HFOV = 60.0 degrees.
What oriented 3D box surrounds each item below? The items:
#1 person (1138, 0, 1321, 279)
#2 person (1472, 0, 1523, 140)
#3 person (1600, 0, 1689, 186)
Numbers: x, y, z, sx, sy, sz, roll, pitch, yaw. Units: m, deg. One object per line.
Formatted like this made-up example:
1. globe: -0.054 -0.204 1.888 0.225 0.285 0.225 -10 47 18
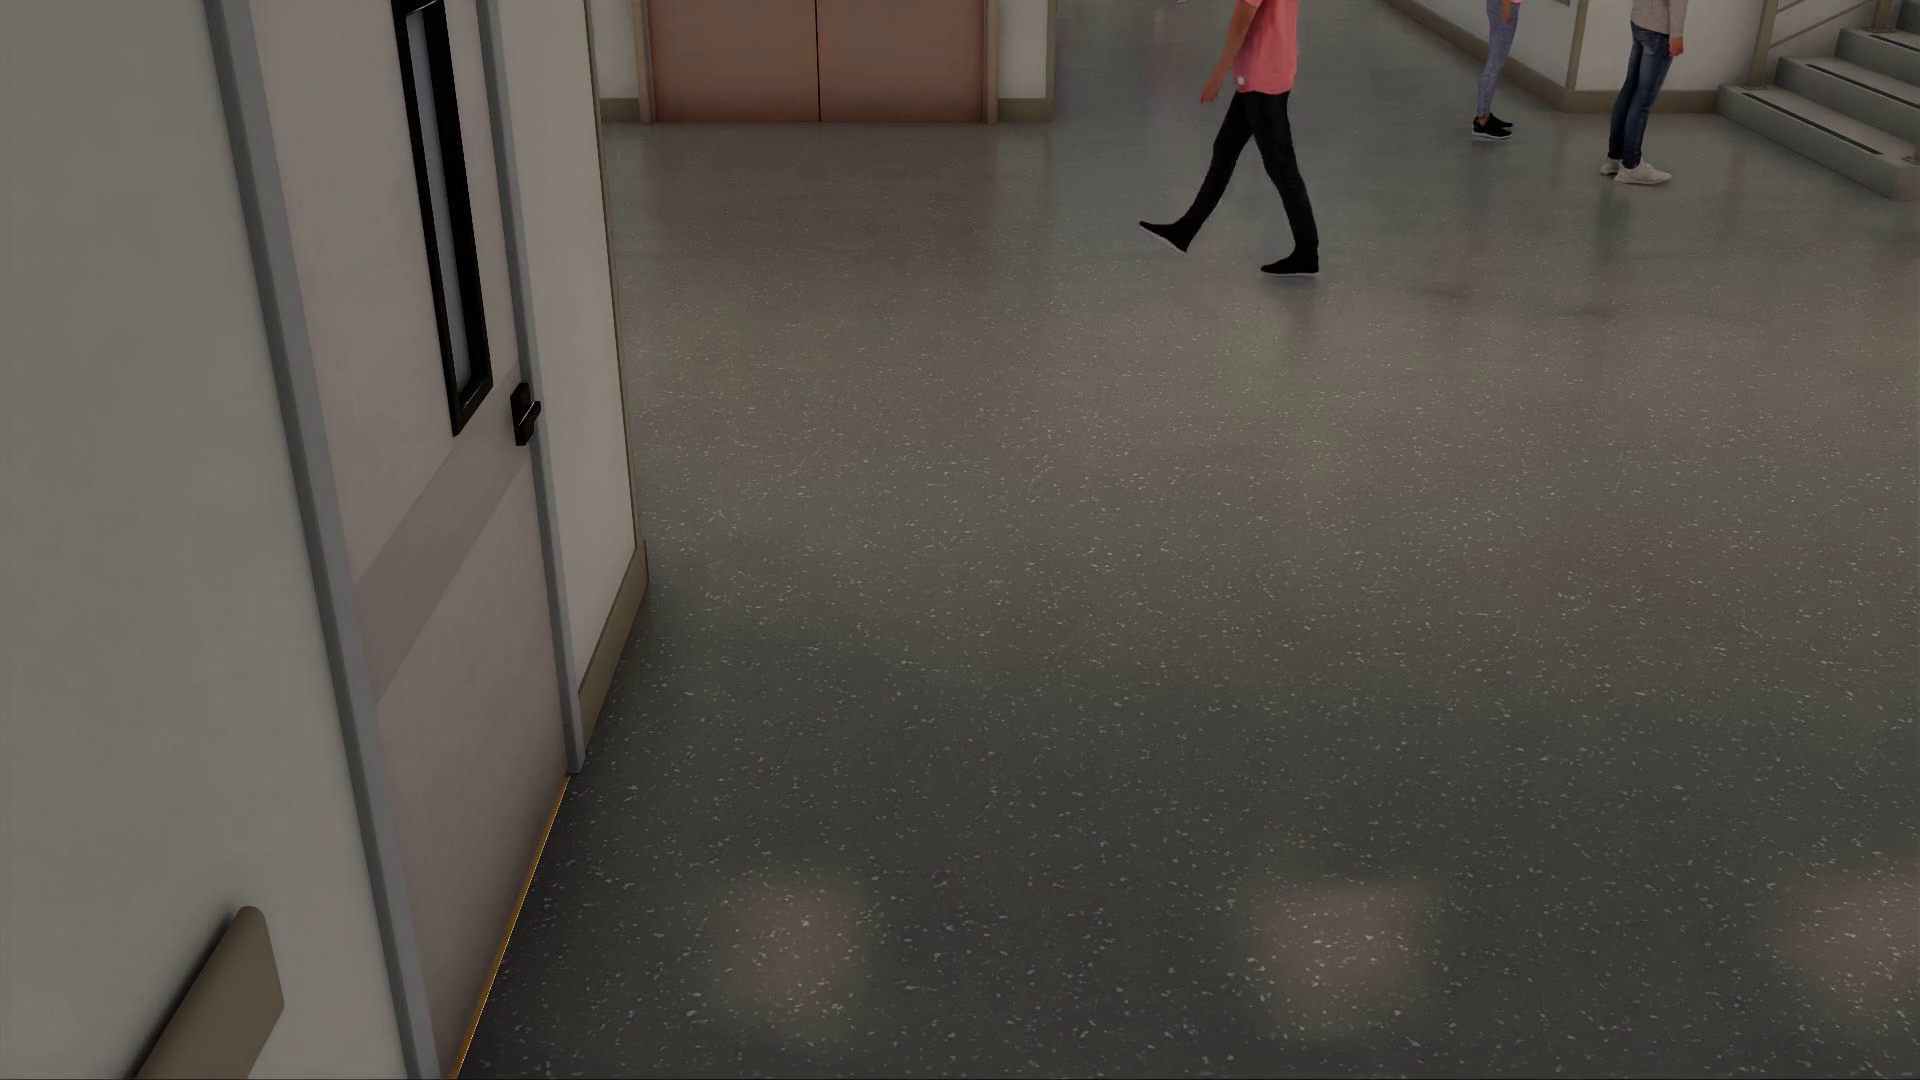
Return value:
1. person: 1.563 -2.185 8.053 1.265 1.909 0.877 8 27 16
2. person: 3.689 -3.633 11.271 0.626 1.720 0.629 9 27 18
3. person: 4.191 -3.117 10.049 0.547 1.853 0.657 0 26 0
